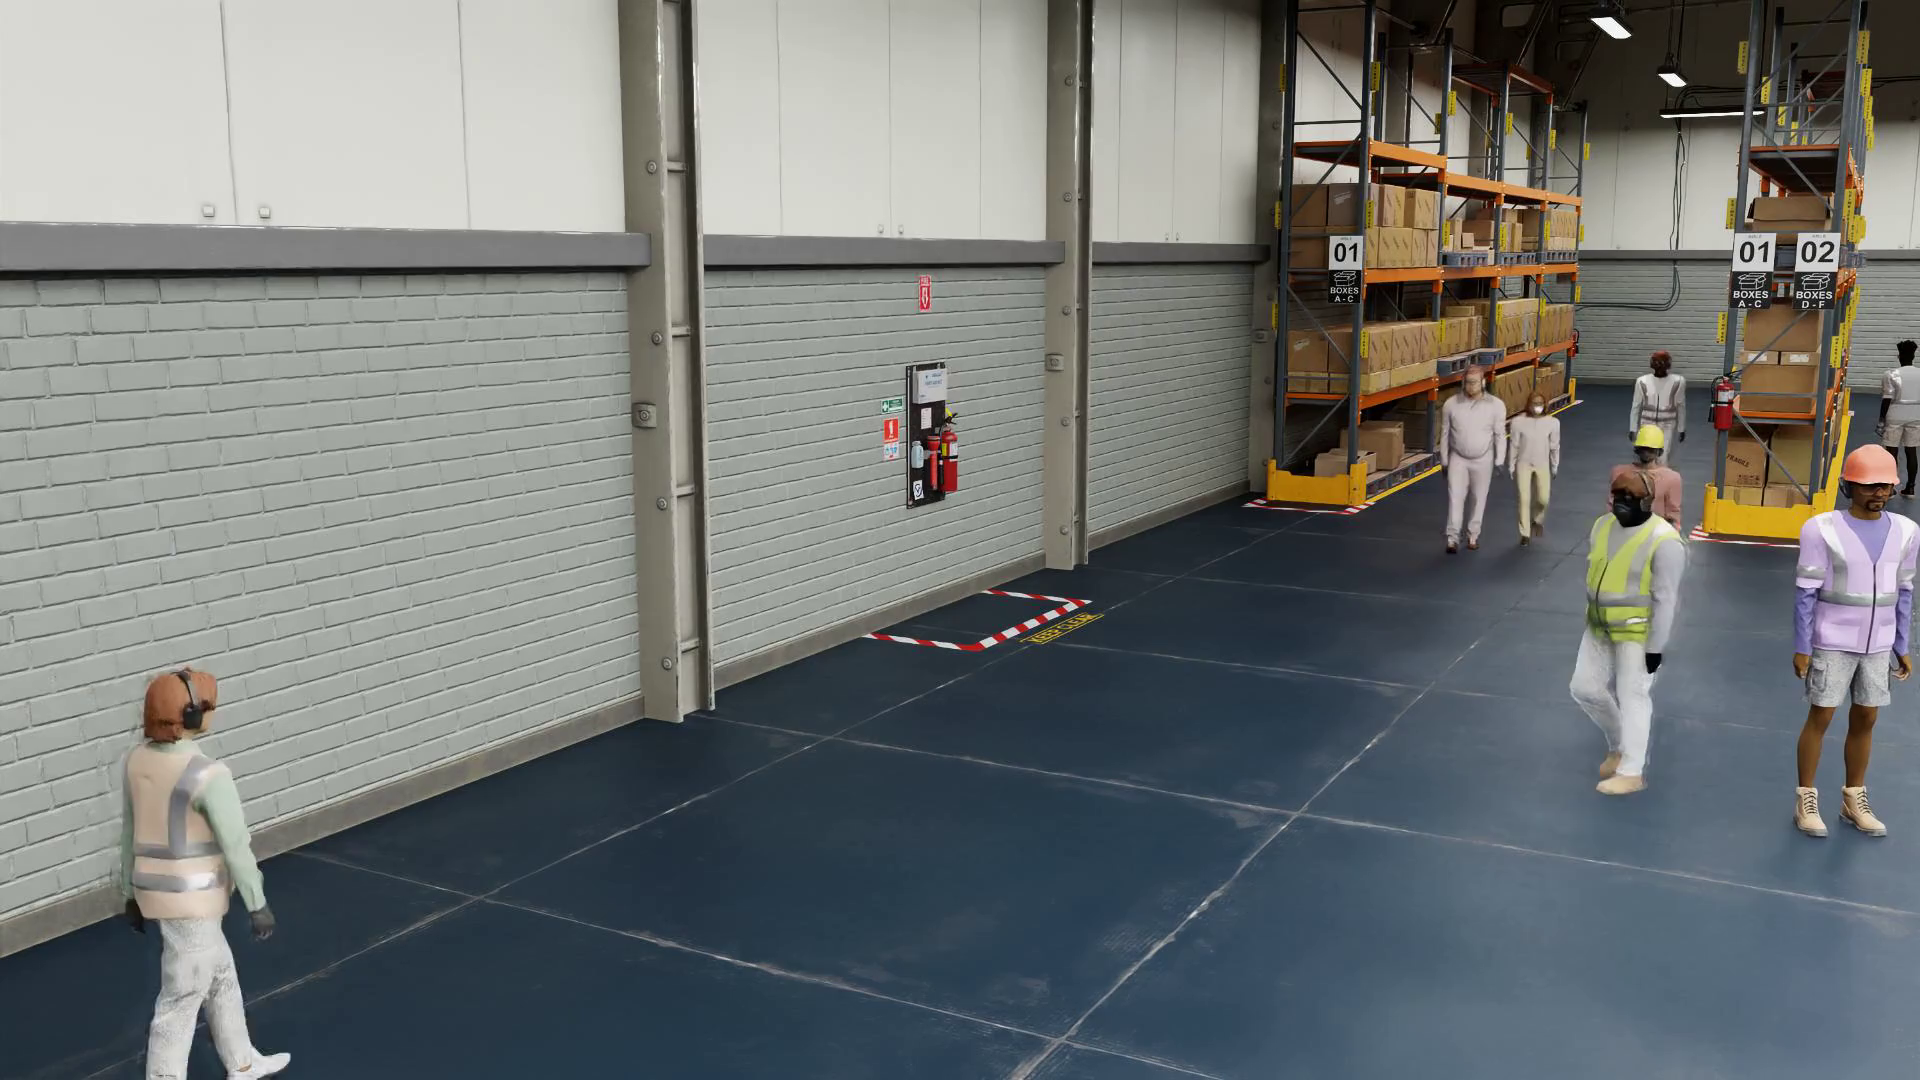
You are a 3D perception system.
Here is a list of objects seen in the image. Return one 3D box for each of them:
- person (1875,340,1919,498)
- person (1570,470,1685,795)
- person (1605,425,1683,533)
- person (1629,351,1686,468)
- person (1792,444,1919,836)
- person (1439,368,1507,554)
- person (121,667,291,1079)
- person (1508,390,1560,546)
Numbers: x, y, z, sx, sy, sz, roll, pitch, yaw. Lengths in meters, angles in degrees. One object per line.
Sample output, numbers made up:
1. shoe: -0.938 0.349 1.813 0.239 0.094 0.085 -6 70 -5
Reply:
1. person: 11.667 -1.492 20.595 0.612 1.962 0.361 0 10 -1
2. person: 3.702 0.515 9.250 0.439 1.823 0.651 -4 10 -21
3. person: 5.138 -0.001 12.532 0.555 1.750 0.531 7 12 36
4. person: 8.376 -1.339 20.023 0.613 1.847 0.910 6 11 30
5. person: 4.611 0.523 8.568 0.615 2.043 0.373 0 10 -1
6. person: 5.146 -0.784 16.720 0.657 1.862 0.947 3 10 17
7. person: -2.552 1.223 5.717 0.535 1.605 0.744 6 12 33
8. person: 5.948 -0.750 17.264 0.509 1.625 0.391 2 10 13
